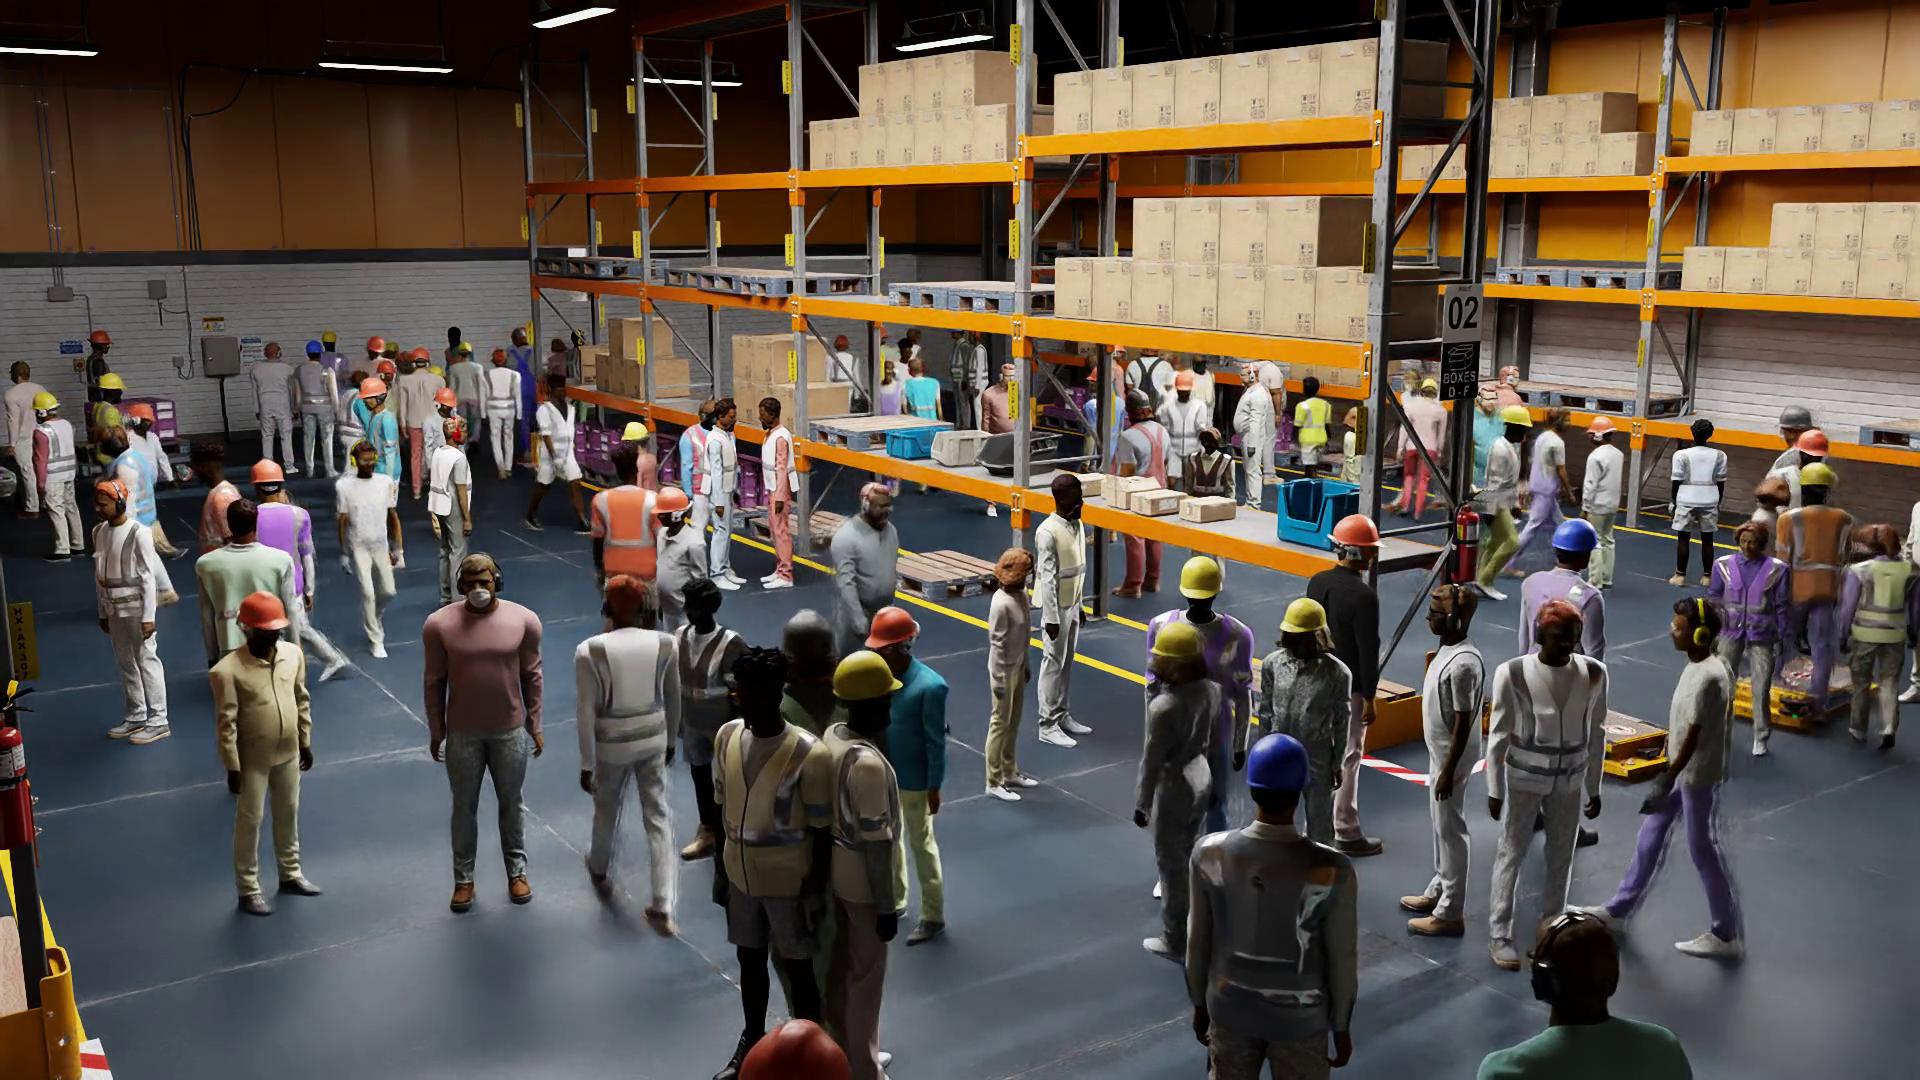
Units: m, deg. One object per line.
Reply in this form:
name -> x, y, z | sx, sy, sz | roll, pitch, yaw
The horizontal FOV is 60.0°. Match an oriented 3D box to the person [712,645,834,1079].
person -> -0.795, 1.391, 6.926 | 0.608, 1.965, 0.365 | 7, 13, 30

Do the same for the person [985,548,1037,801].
person -> 0.326, 0.844, 10.601 | 0.286, 1.625, 0.508 | 4, 12, 20

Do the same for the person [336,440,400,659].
person -> -5.010, 0.059, 14.048 | 0.521, 1.852, 0.558 | -8, 14, -36

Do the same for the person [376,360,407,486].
person -> -7.772, -1.576, 22.656 | 0.340, 1.749, 0.572 | 2, 11, 11

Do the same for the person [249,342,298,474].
person -> -9.819, -1.887, 23.891 | 0.636, 1.900, 0.401 | -1, 11, -7

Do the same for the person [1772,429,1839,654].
person -> 7.113, 0.019, 14.065 | 0.549, 1.926, 0.388 | 2, 11, 11

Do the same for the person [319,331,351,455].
person -> -9.715, -2.268, 25.746 | 0.585, 1.929, 0.377 | 0, 11, -1

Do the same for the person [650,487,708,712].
person -> -2.063, 0.474, 12.170 | 0.339, 1.748, 0.564 | -10, 15, -41

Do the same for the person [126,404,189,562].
person -> -8.686, -0.600, 17.798 | 0.909, 1.693, 0.557 | 2, 11, 9

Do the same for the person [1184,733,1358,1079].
person -> 1.081, 1.626, 5.802 | 0.604, 1.939, 0.415 | 5, 12, 26

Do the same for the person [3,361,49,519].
person -> -11.429, -1.227, 20.397 | 0.372, 1.940, 0.630 | 2, 11, 11

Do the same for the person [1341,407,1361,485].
person -> 4.302, -0.637, 18.156 | 0.274, 1.631, 0.508 | 5, 12, 23

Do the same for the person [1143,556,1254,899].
person -> 1.271, 1.021, 8.947 | 0.586, 1.918, 0.394 | 4, 12, 21

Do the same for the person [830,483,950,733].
person -> -0.585, 0.526, 11.665 | 1.038, 1.846, 0.666 | 10, 15, 42

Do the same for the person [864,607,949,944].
person -> -0.312, 1.189, 8.543 | 0.575, 1.737, 0.354 | 10, 15, 42

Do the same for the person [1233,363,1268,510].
person -> 3.571, -1.233, 20.533 | 0.399, 1.900, 0.643 | 1, 11, 3

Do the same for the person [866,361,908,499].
person -> -0.950, -1.432, 21.750 | 0.568, 1.810, 0.631 | 0, 11, 1

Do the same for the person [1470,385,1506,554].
person -> 5.650, -0.732, 17.975 | 0.645, 1.900, 0.399 | -3, 12, -16

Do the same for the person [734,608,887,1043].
person -> -0.663, 1.279, 7.305 | 0.687, 2.000, 0.847 | -6, 12, -27

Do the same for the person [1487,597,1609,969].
person -> 2.870, 1.195, 8.176 | 0.571, 1.876, 0.351 | -1, 11, -3

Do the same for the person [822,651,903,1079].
person -> -0.400, 1.403, 6.956 | 0.361, 1.930, 0.587 | -5, 12, -23

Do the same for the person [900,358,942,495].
person -> -0.527, -1.506, 22.146 | 0.581, 1.809, 0.498 | -4, 12, -19

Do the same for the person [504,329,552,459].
person -> -6.630, -2.295, 25.599 | 0.758, 2.000, 0.921 | -1, 11, -7

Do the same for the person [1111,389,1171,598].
person -> 1.710, -0.463, 16.220 | 0.536, 2.000, 0.683 | 10, 15, 42

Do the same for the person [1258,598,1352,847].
person -> 1.792, 1.150, 8.739 | 0.487, 1.741, 0.313 | 6, 12, 27

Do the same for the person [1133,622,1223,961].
person -> 1.064, 1.247, 8.234 | 0.512, 1.728, 0.341 | -9, 15, -40

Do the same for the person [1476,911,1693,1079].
person -> 1.587, 1.904, 4.374 | 0.635, 1.936, 0.354 | -4, 12, -20

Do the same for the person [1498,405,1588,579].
person -> 5.966, -0.479, 16.955 | 0.940, 1.797, 0.496 | 1, 11, 4

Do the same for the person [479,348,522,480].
person -> -6.431, -1.767, 23.359 | 0.572, 1.862, 0.805 | -4, 12, -22

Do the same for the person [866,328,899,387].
person -> -1.241, -2.414, 26.466 | 0.645, 1.938, 1.022 | -7, 13, -31

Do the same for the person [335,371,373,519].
person -> -7.377, -1.173, 20.527 | 0.836, 1.792, 0.798 | -7, 13, -32

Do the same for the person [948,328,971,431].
person -> 0.000, -2.720, 28.017 | 0.403, 1.944, 0.605 | -3, 12, -16

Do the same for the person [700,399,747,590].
person -> -2.364, -0.452, 16.525 | 0.409, 1.907, 0.598 | 0, 11, 1

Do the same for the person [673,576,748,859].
person -> -1.422, 1.031, 9.477 | 0.539, 1.692, 0.320 | 7, 13, 31

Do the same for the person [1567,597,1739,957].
person -> 3.555, 1.189, 8.318 | 0.832, 1.831, 0.535 | 3, 12, 16

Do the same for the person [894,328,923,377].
person -> -0.930, -2.661, 28.049 | 0.715, 1.826, 0.481 | 7, 13, 31

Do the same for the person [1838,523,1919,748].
person -> 6.387, 0.663, 11.587 | 0.561, 1.604, 0.534 | 1, 11, 7

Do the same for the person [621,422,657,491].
person -> -3.035, -0.244, 15.811 | 0.330, 1.765, 0.533 | 2, 11, 11

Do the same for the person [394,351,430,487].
person -> -7.460, -1.669, 22.866 | 0.630, 1.858, 0.494 | 4, 12, 18

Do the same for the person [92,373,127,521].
person -> -9.658, -0.944, 18.995 | 0.390, 1.923, 0.589 | -10, 15, -40

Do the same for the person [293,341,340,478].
person -> -9.104, -1.852, 23.590 | 0.610, 1.940, 0.413 | 0, 11, 2

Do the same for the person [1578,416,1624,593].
person -> 6.298, -0.349, 16.407 | 0.586, 1.741, 0.375 | -10, 15, -42

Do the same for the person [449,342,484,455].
person -> -7.636, -2.191, 25.809 | 0.541, 1.752, 0.405 | -1, 11, -6

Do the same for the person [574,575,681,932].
person -> -1.765, 1.086, 8.847 | 0.590, 1.821, 1.023 | -6, 12, -26

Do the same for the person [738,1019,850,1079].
person -> -0.344, 2.005, 3.583 | 0.605, 2.045, 0.380 | 2, 11, 9

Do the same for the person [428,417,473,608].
person -> -4.758, -0.233, 15.582 | 0.393, 1.836, 0.561 | -9, 14, -39

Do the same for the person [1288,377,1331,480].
person -> 4.404, -1.250, 21.193 | 0.549, 1.654, 0.826 | -7, 13, -31

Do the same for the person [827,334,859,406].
person -> -1.854, -2.286, 26.004 | 0.602, 1.859, 0.630 | -7, 13, -30

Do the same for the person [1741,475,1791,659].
person -> 6.548, 0.266, 13.574 | 0.532, 1.618, 0.545 | 10, 15, 41
